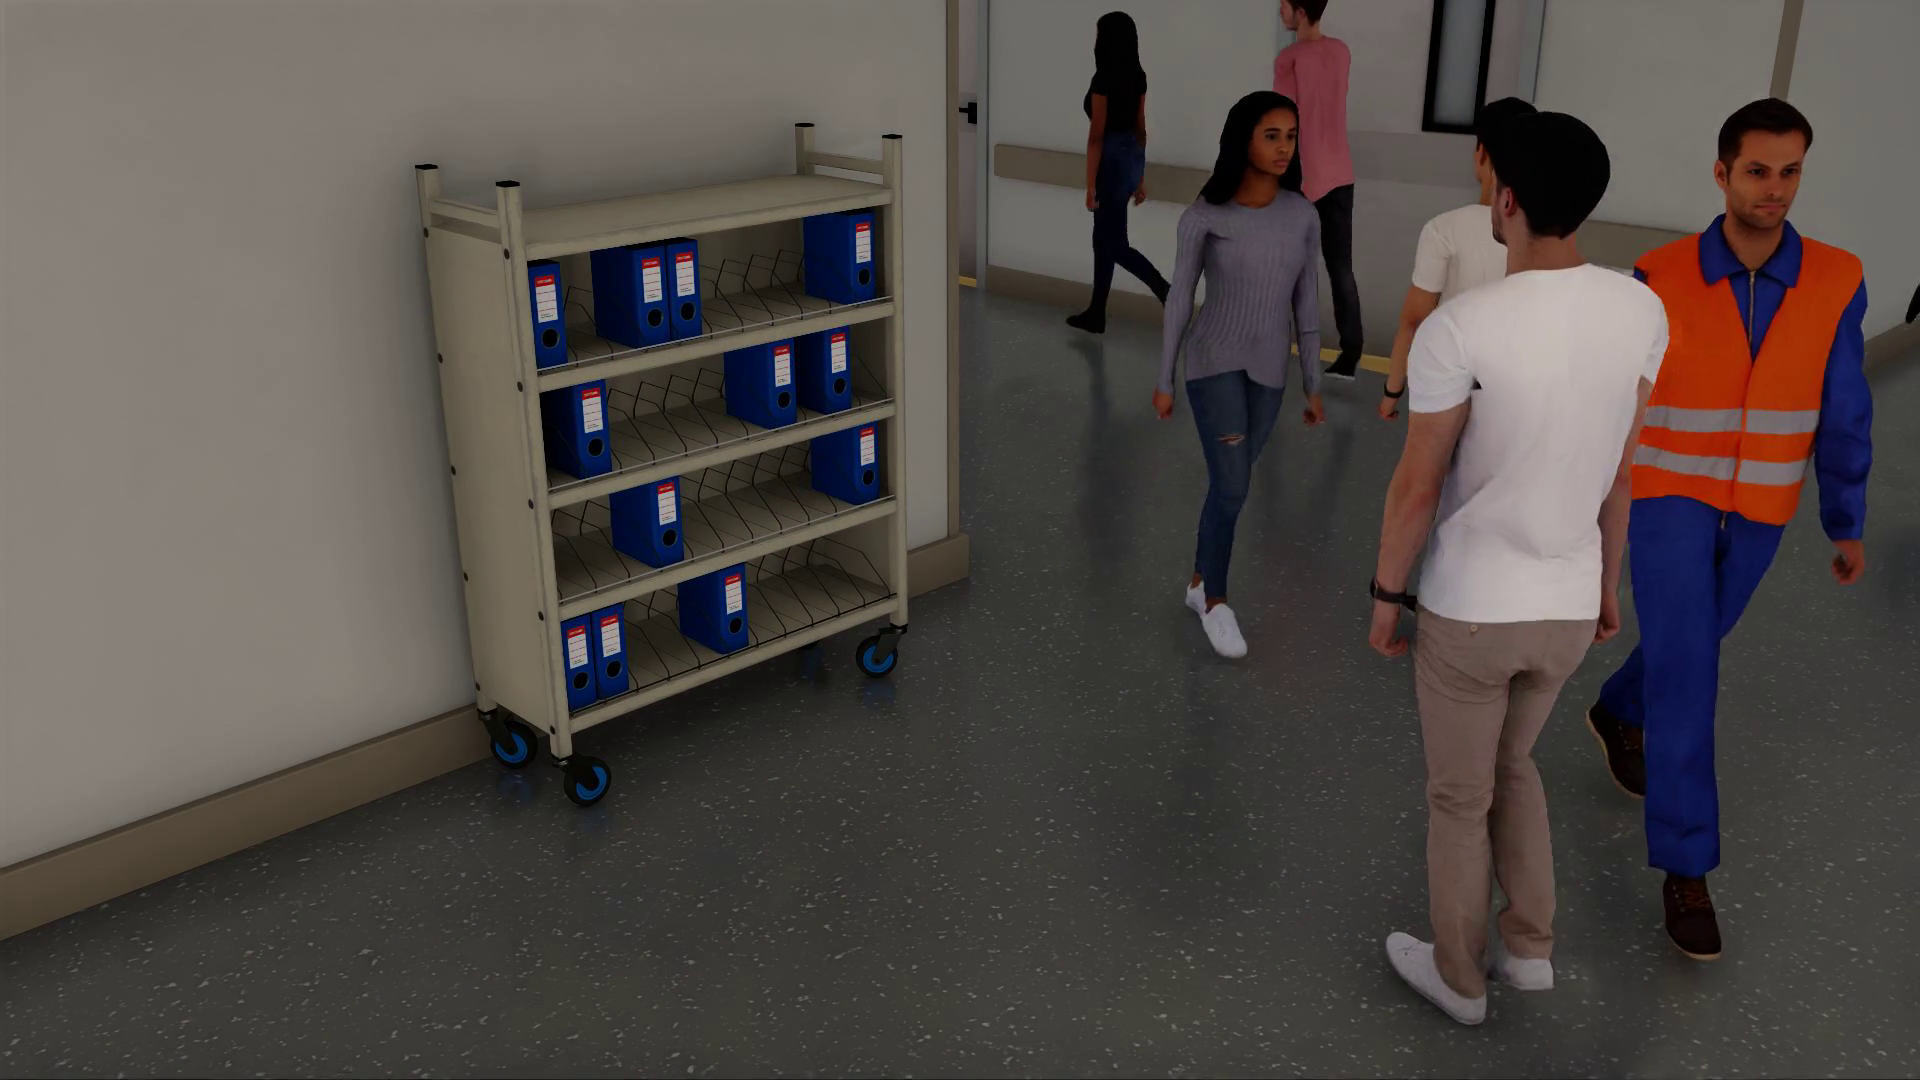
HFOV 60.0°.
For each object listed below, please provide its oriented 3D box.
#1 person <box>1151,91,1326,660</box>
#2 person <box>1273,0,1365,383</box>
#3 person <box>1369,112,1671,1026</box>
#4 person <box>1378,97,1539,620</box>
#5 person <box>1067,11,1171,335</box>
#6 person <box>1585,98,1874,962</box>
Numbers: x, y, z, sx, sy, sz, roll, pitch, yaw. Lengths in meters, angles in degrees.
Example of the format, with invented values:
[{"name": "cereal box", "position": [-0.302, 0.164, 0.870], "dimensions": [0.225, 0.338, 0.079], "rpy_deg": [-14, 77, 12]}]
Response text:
[{"name": "person", "position": [0.815, -0.523, 5.219], "dimensions": [0.814, 1.710, 0.843], "rpy_deg": [-7, 22, -17]}, {"name": "person", "position": [1.737, -1.664, 7.957], "dimensions": [1.264, 1.902, 1.052], "rpy_deg": [-8, 22, -21]}, {"name": "person", "position": [1.101, 0.154, 3.200], "dimensions": [0.772, 1.873, 0.866], "rpy_deg": [-6, 22, -15]}, {"name": "person", "position": [1.526, -0.373, 4.807], "dimensions": [1.102, 1.690, 1.036], "rpy_deg": [-5, 21, -13]}, {"name": "person", "position": [0.890, -1.864, 8.762], "dimensions": [0.700, 1.707, 1.034], "rpy_deg": [17, 27, 38]}, {"name": "person", "position": [1.711, -0.070, 3.868], "dimensions": [1.223, 1.819, 1.317], "rpy_deg": [1, 21, 2]}]
